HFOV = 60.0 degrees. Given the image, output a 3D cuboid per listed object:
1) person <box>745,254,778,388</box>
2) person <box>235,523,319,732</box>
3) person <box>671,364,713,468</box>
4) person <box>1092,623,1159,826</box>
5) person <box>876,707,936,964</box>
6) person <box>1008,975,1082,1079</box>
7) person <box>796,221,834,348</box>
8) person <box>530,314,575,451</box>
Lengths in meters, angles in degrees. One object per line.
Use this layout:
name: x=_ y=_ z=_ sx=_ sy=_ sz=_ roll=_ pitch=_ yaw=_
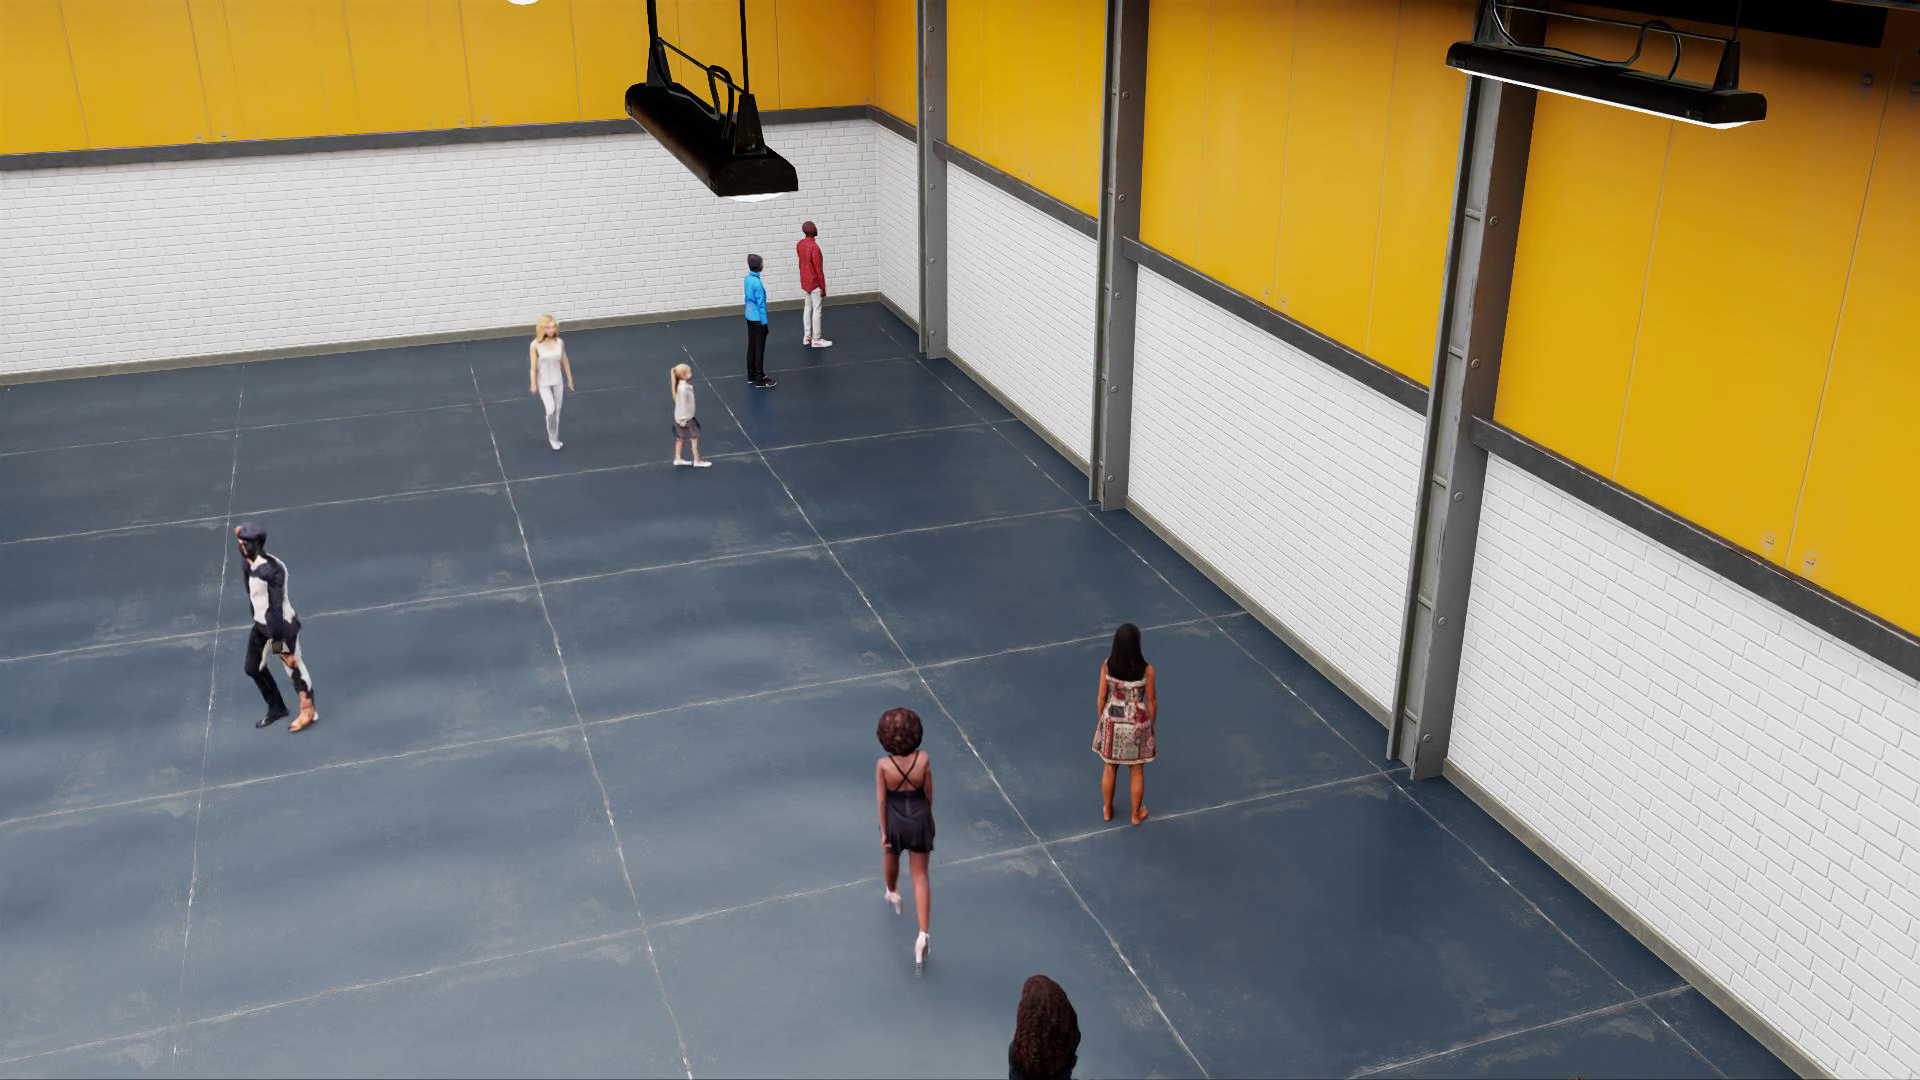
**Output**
person: x=-2.743 y=-2.955 z=22.314 sx=0.714 sy=1.797 sz=0.532 roll=-14 pitch=27 yaw=-29
person: x=-5.616 y=0.703 z=13.848 sx=0.821 sy=1.875 sz=0.904 roll=15 pitch=28 yaw=31
person: x=-3.296 y=-1.451 z=19.545 sx=0.670 sy=1.260 sz=0.670 roll=-3 pitch=24 yaw=-6
person: x=1.247 y=1.386 z=12.575 sx=0.724 sy=1.644 sz=0.732 roll=6 pitch=24 yaw=13
person: x=-0.329 y=1.981 z=11.085 sx=0.725 sy=1.746 sz=1.151 roll=-3 pitch=24 yaw=-7
person: x=0.476 y=3.070 z=8.811 sx=0.691 sy=1.572 sz=1.137 roll=-12 pitch=26 yaw=-25
person: x=-2.136 y=-3.709 z=24.011 sx=0.787 sy=1.819 sz=0.626 roll=-17 pitch=29 yaw=-34
person: x=-5.000 y=-1.941 z=20.170 sx=0.733 sy=1.655 sz=0.752 roll=-17 pitch=29 yaw=-34
